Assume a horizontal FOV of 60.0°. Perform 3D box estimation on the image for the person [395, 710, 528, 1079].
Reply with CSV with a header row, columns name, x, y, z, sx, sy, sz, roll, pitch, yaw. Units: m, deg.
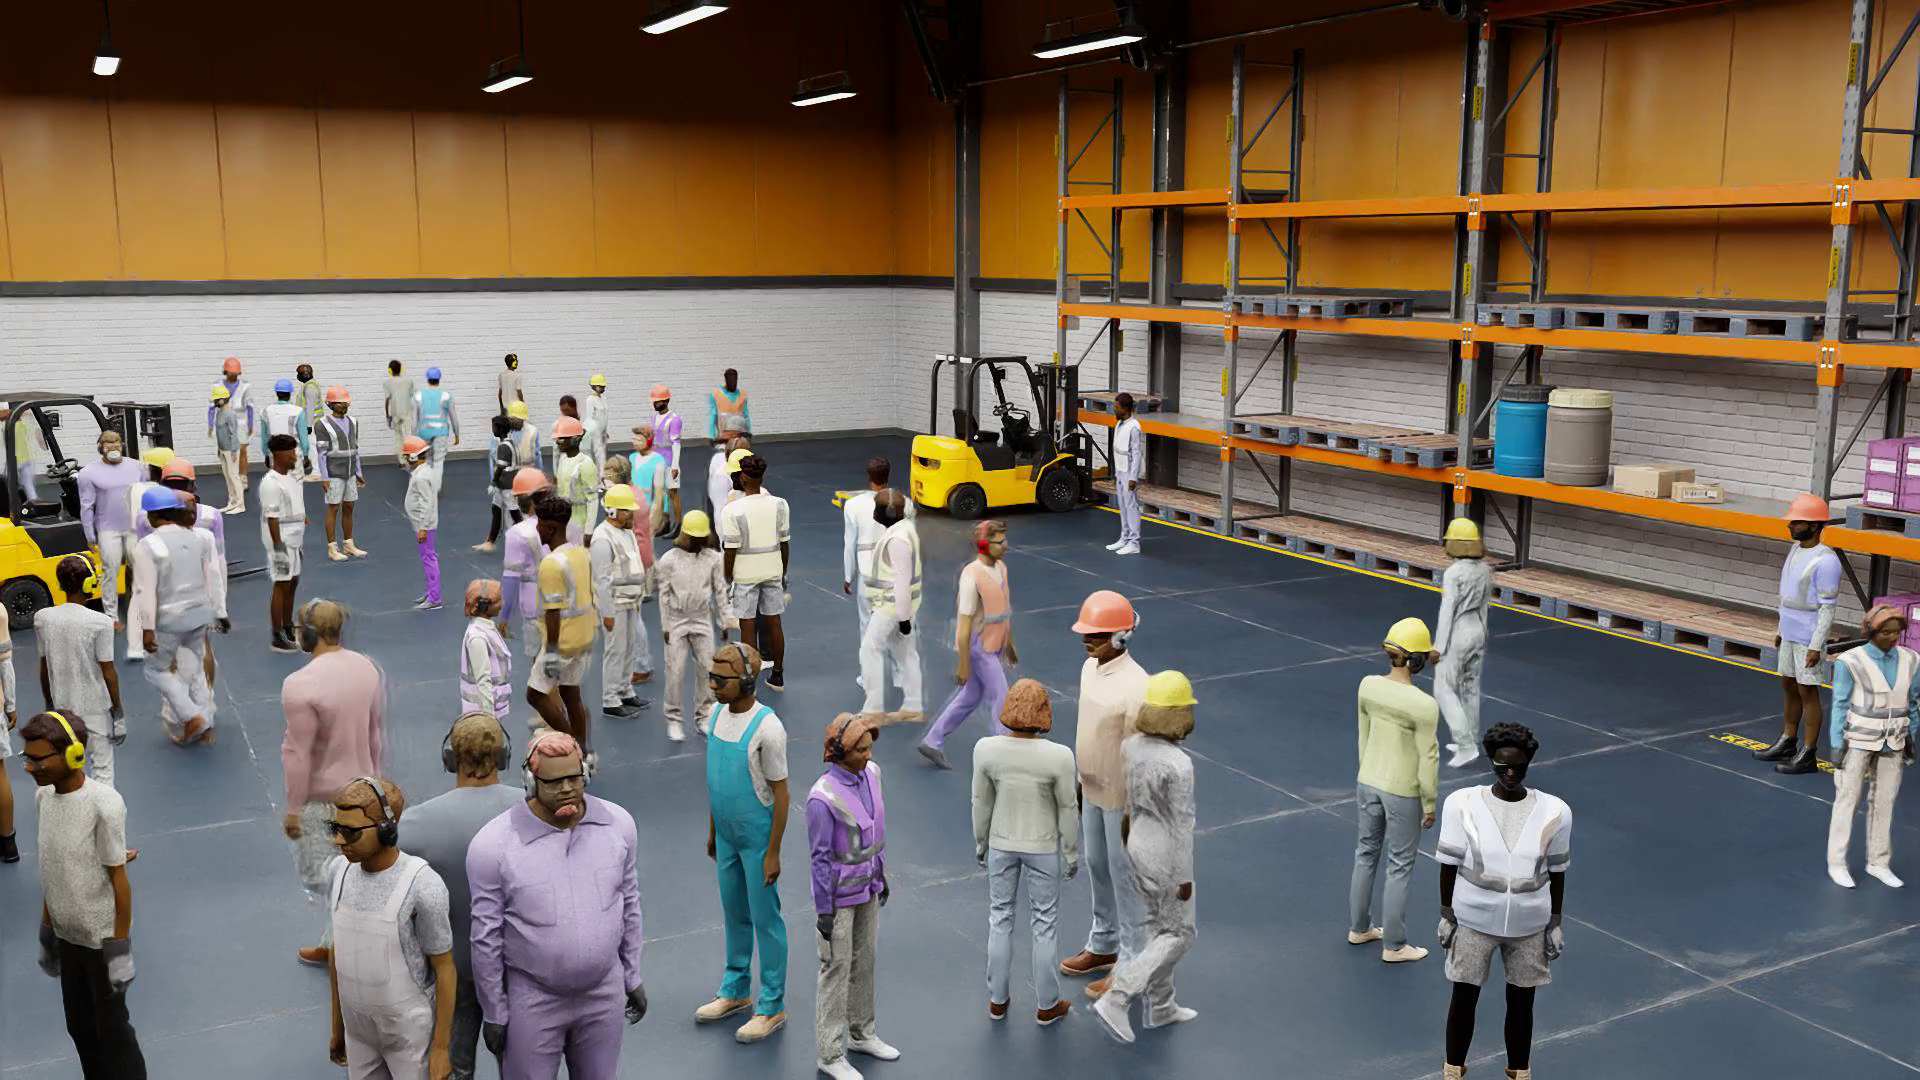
name,x,y,z,sx,sy,sz,roll,pitch,yaw
person,-1.748,1.576,6.123,0.639,1.928,0.369,-5,11,-26

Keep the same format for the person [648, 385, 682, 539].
name,x,y,z,sx,sy,sz,roll,pitch,yaw
person,-3.700,-0.972,20.784,0.388,1.930,0.544,-10,14,-44

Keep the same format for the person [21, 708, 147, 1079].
name,x,y,z,sx,sy,sz,roll,pitch,yaw
person,-3.394,1.555,6.451,0.523,1.857,0.336,6,11,29

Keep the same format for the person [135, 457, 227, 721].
name,x,y,z,sx,sy,sz,roll,pitch,yaw
person,-5.937,0.380,12.732,0.613,2.028,0.409,-5,11,-27

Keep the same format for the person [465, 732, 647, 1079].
name,x,y,z,sx,sy,sz,roll,pitch,yaw
person,-1.411,1.615,5.955,0.640,1.909,0.409,-7,12,-35

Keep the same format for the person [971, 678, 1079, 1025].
name,x,y,z,sx,sy,sz,roll,pitch,yaw
person,0.304,1.442,7.731,0.507,1.633,0.276,3,10,18

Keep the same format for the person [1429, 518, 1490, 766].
name,x,y,z,sx,sy,sz,roll,pitch,yaw
person,3.540,0.716,11.653,0.506,1.731,0.464,-8,13,-40

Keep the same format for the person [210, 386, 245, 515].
name,x,y,z,sx,sy,sz,roll,pitch,yaw
person,-10.033,-1.227,22.751,0.340,1.761,0.528,-9,13,-43

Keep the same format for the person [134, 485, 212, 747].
name,x,y,z,sx,sy,sz,roll,pitch,yaw
person,-5.635,0.568,11.929,0.505,1.925,0.670,3,10,18

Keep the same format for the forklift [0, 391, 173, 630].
name,x,y,z,sx,sy,sz,roll,pitch,yaw
forklift,-9.026,-0.363,16.508,1.214,2.155,2.313,6,11,29

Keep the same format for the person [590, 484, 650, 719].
name,x,y,z,sx,sy,sz,roll,pitch,yaw
person,-2.619,0.469,12.807,0.403,1.818,0.603,1,10,8

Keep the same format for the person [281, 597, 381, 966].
name,x,y,z,sx,sy,sz,roll,pitch,yaw
person,-3.009,1.227,8.148,0.667,1.921,0.637,2,10,13

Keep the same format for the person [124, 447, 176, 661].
name,x,y,z,sx,sy,sz,roll,pitch,yaw
person,-7.119,0.111,14.754,0.583,1.864,1.011,1,10,8

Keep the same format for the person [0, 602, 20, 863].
name,x,y,z,sx,sy,sz,roll,pitch,yaw
person,-5.774,0.968,9.627,0.550,1.925,0.390,-9,13,-42

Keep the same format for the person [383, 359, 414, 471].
name,x,y,z,sx,sy,sz,roll,pitch,yaw
person,-9.120,-2.037,27.167,0.526,1.838,0.841,-4,10,-20

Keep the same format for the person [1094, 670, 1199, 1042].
name,x,y,z,sx,sy,sz,roll,pitch,yaw
person,0.866,1.440,7.529,0.537,1.724,0.487,-4,11,-23

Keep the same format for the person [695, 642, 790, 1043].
name,x,y,z,sx,sy,sz,roll,pitch,yaw
person,-0.982,1.361,7.588,0.349,1.846,0.506,-10,14,-44

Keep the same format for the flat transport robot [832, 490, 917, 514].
name,x,y,z,sx,sy,sz,roll,pitch,yaw
flat transport robot,-1.196,-0.522,22.959,0.652,0.197,1.431,-5,11,-26

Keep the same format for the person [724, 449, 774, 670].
name,x,y,z,sx,sy,sz,roll,pitch,yaw
person,-1.818,0.171,14.249,0.393,1.919,0.581,-9,14,-43

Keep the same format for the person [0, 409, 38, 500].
name,x,y,z,sx,sy,sz,roll,pitch,yaw
person,-12.469,-1.002,21.897,0.646,1.600,0.512,1,10,3

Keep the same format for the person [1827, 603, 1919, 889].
name,x,y,z,sx,sy,sz,roll,pitch,yaw
person,5.145,1.156,9.389,0.525,1.632,0.314,-1,10,-7

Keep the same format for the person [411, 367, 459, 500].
name,x,y,z,sx,sy,sz,roll,pitch,yaw
person,-7.608,-1.549,24.154,0.646,1.901,0.974,-1,10,-3

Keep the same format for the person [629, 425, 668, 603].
name,x,y,z,sx,sy,sz,roll,pitch,yaw
person,-3.225,-0.266,16.992,0.548,1.828,0.611,-9,13,-42

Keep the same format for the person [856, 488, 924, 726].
name,x,y,z,sx,sy,sz,roll,pitch,yaw
person,-0.598,0.508,12.587,0.719,1.819,0.632,1,10,5

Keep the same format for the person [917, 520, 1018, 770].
name,x,y,z,sx,sy,sz,roll,pitch,yaw
person,0.131,0.743,11.297,0.967,1.805,0.576,3,10,19

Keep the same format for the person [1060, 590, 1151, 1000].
name,x,y,z,sx,sy,sz,roll,pitch,yaw
person,0.714,1.215,8.038,0.402,1.987,0.604,-4,11,-22

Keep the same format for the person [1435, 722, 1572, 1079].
name,x,y,z,sx,sy,sz,roll,pitch,yaw
person,2.220,1.567,6.835,0.535,1.697,0.318,1,10,8

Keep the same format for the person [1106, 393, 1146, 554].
name,x,y,z,sx,sy,sz,roll,pitch,yaw
person,1.998,-0.792,19.781,0.389,1.916,0.590,-2,10,-12

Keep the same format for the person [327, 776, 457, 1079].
name,x,y,z,sx,sy,sz,roll,pitch,yaw
person,-1.952,1.690,5.696,0.516,1.843,0.327,5,11,25

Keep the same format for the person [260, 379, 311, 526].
name,x,y,z,sx,sy,sz,roll,pitch,yaw
person,-8.775,-1.128,21.659,0.616,1.939,0.421,1,10,4

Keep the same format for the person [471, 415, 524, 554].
name,x,y,z,sx,sy,sz,roll,pitch,yaw
person,-5.428,-0.627,19.517,0.725,1.670,0.540,-3,10,-16

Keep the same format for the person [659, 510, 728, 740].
name,x,y,z,sx,sy,sz,roll,pitch,yaw
person,-1.946,0.623,12.187,0.513,1.721,0.413,-5,11,-29

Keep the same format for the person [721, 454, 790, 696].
name,x,y,z,sx,sy,sz,roll,pitch,yaw
person,-1.654,0.281,13.454,0.603,1.967,0.366,-7,12,-33

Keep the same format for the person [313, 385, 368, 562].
name,x,y,z,sx,sy,sz,roll,pitch,yaw
person,-7.176,-0.777,19.328,0.377,2.045,0.605,5,11,25

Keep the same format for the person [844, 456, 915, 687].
name,x,y,z,sx,sy,sz,roll,pitch,yaw
person,-0.655,0.273,13.649,0.600,1.916,0.377,-2,10,-12

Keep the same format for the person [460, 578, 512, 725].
name,x,y,z,sx,sy,sz,roll,pitch,yaw
person,-2.847,1.043,10.020,0.308,1.638,0.511,-3,10,-15

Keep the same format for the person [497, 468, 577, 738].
name,x,y,z,sx,sy,sz,roll,pitch,yaw
person,-3.116,0.477,12.152,0.683,2.020,0.629,6,12,33

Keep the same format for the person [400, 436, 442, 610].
name,x,y,z,sx,sy,sz,roll,pitch,yaw
person,-5.410,-0.173,16.693,0.338,1.747,0.570,-3,10,-17

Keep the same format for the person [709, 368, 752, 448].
name,x,y,z,sx,sy,sz,roll,pitch,yaw
person,-3.290,-1.531,24.076,0.618,1.893,0.677,-7,12,-35

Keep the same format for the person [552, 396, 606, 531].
name,x,y,z,sx,sy,sz,roll,pitch,yaw
person,-4.569,-0.796,19.940,0.704,1.858,0.889,1,10,5

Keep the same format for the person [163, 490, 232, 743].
name,x,y,z,sx,sy,sz,roll,pitch,yaw
person,-5.629,0.562,12.117,0.439,1.866,0.590,4,11,22

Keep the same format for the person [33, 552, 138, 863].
name,x,y,z,sx,sy,sz,roll,pitch,yaw
person,-5.076,1.002,9.634,0.511,1.858,0.325,2,10,9

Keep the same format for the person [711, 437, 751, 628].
name,x,y,z,sx,sy,sz,roll,pitch,yaw
person,-2.127,-0.071,15.894,0.429,1.831,0.632,3,10,18

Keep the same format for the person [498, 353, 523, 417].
name,x,y,z,sx,sy,sz,roll,pitch,yaw
person,-7.563,-2.211,28.115,0.521,1.862,0.335,5,11,28

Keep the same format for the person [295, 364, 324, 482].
name,x,y,z,sx,sy,sz,roll,pitch,yaw
person,-10.167,-1.832,26.013,0.430,1.836,0.626,-4,10,-20

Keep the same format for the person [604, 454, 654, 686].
name,x,y,z,sx,sy,sz,roll,pitch,yaw
person,-2.758,0.241,13.826,0.415,1.927,0.642,-5,11,-26

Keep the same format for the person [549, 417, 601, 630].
name,x,y,z,sx,sy,sz,roll,pitch,yaw
person,-3.647,-0.146,15.699,0.384,2.041,0.615,-8,13,-39

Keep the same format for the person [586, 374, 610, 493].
name,x,y,z,sx,sy,sz,roll,pitch,yaw
person,-5.382,-1.594,24.829,0.322,1.767,0.533,3,10,15

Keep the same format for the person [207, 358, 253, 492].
name,x,y,z,sx,sy,sz,roll,pitch,yaw
person,-10.881,-1.713,24.830,0.667,1.989,0.975,-5,11,-26

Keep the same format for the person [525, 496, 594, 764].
name,x,y,z,sx,sy,sz,roll,pitch,yaw
person,-2.709,0.671,11.262,0.428,1.945,0.629,1,10,8

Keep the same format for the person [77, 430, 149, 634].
name,x,y,z,sx,sy,sz,roll,pitch,yaw
person,-7.922,-0.080,15.664,0.637,1.926,0.367,-9,14,-43

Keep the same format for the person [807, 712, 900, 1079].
name,x,y,z,sx,sy,sz,roll,pitch,yaw
person,-0.483,1.535,7.206,0.321,1.631,0.527,5,11,27

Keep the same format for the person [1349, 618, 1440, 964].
name,x,y,z,sx,sy,sz,roll,pitch,yaw
person,2.221,1.258,8.439,0.340,1.756,0.520,-6,12,-33

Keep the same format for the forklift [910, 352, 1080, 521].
name,x,y,z,sx,sy,sz,roll,pitch,yaw
forklift,0.460,-1.461,22.833,2.313,2.155,1.214,-5,11,-28

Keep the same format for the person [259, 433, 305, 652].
name,x,y,z,sx,sy,sz,roll,pitch,yaw
person,-6.090,0.021,15.003,0.361,1.961,0.677,-1,10,-7

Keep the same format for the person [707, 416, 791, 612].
name,x,y,z,sx,sy,sz,roll,pitch,yaw
person,-2.267,-0.285,16.505,1.048,2.000,0.730,1,10,3

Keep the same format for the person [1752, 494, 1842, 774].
name,x,y,z,sx,sy,sz,roll,pitch,yaw
person,5.778,0.644,11.447,0.362,1.939,0.542,0,10,0

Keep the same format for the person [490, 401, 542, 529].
name,x,y,z,sx,sy,sz,roll,pitch,yaw
person,-5.305,-0.768,19.976,0.631,1.793,0.773,-5,11,-25
